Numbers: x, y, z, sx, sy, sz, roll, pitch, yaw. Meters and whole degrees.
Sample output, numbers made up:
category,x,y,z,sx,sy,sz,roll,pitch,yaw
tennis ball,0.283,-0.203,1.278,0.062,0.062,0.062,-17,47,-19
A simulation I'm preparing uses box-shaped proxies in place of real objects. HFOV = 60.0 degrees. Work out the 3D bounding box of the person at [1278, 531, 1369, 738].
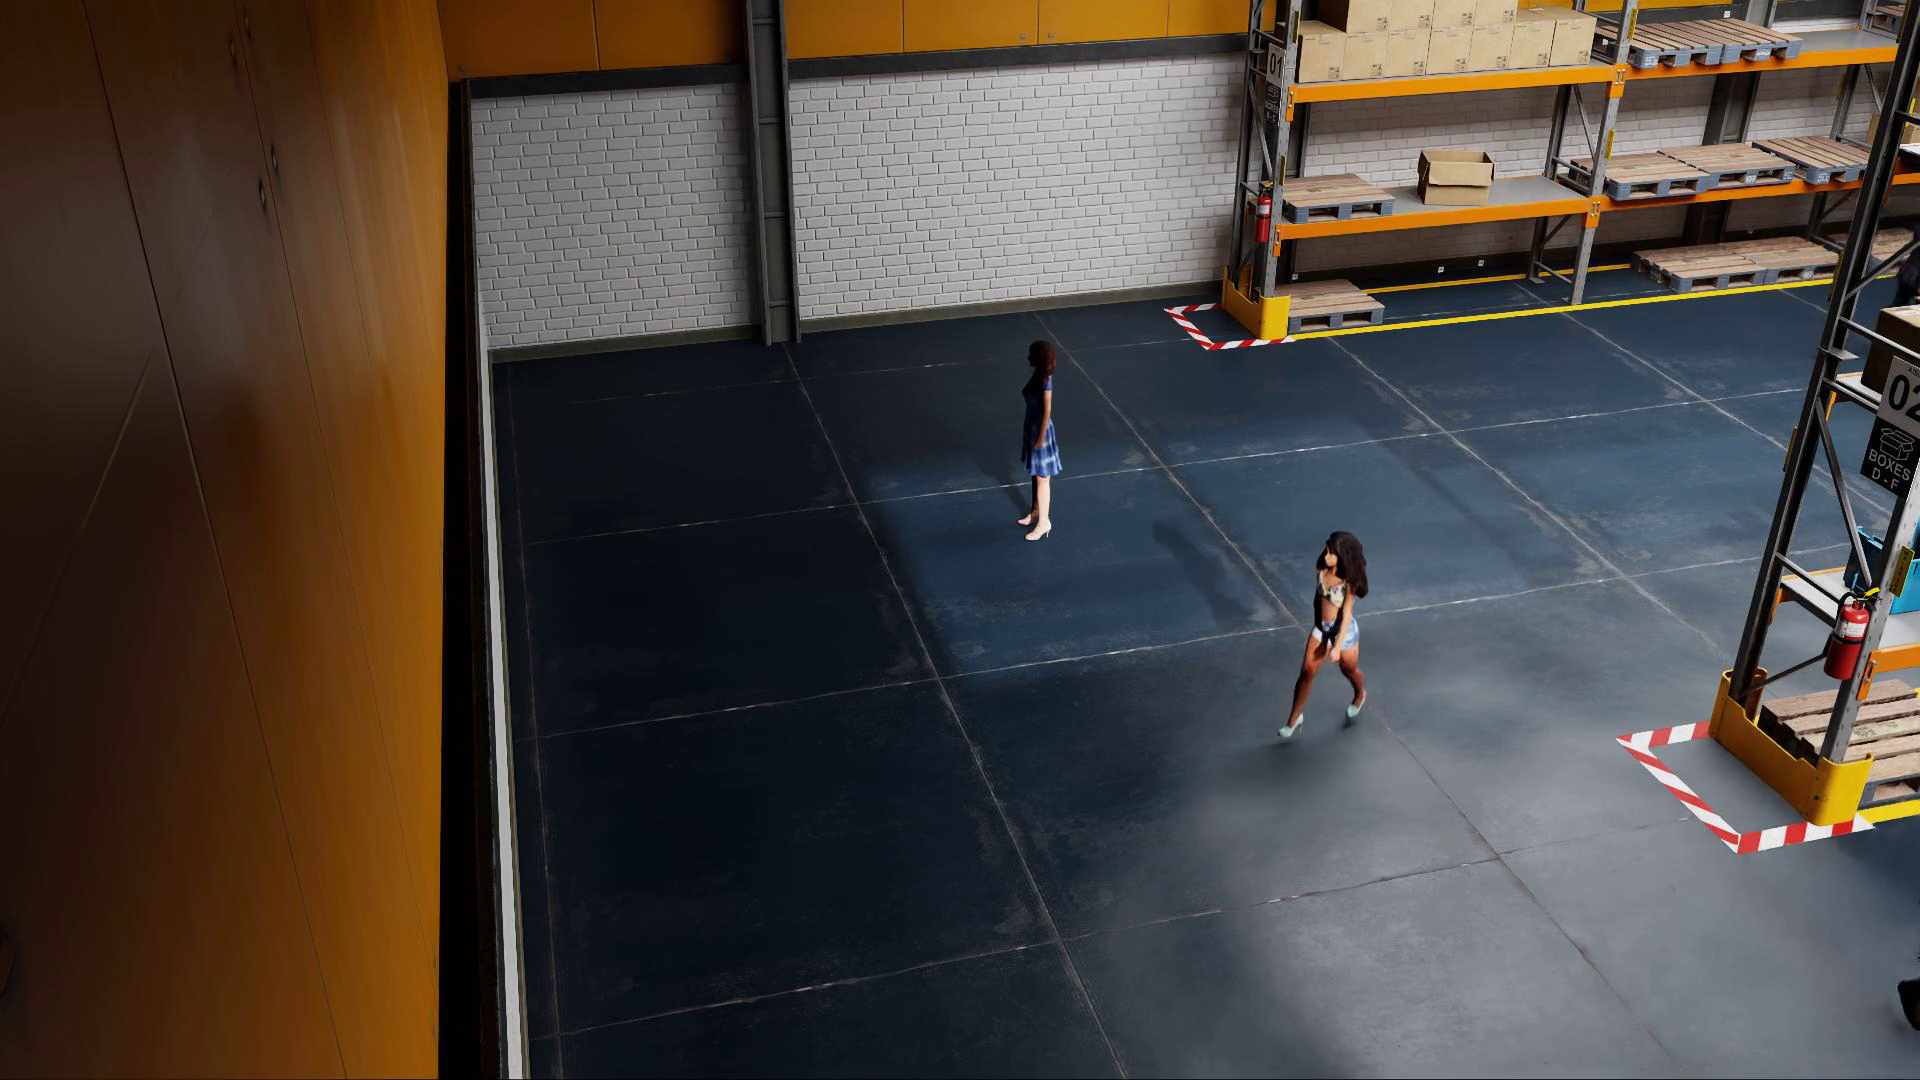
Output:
category,x,y,z,sx,sy,sz,roll,pitch,yaw
person,2.706,0.666,11.735,1.078,1.587,0.796,-18,33,-29

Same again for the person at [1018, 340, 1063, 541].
category,x,y,z,sx,sy,sz,roll,pitch,yaw
person,0.667,-0.870,14.322,0.589,1.806,0.685,-4,29,-8
